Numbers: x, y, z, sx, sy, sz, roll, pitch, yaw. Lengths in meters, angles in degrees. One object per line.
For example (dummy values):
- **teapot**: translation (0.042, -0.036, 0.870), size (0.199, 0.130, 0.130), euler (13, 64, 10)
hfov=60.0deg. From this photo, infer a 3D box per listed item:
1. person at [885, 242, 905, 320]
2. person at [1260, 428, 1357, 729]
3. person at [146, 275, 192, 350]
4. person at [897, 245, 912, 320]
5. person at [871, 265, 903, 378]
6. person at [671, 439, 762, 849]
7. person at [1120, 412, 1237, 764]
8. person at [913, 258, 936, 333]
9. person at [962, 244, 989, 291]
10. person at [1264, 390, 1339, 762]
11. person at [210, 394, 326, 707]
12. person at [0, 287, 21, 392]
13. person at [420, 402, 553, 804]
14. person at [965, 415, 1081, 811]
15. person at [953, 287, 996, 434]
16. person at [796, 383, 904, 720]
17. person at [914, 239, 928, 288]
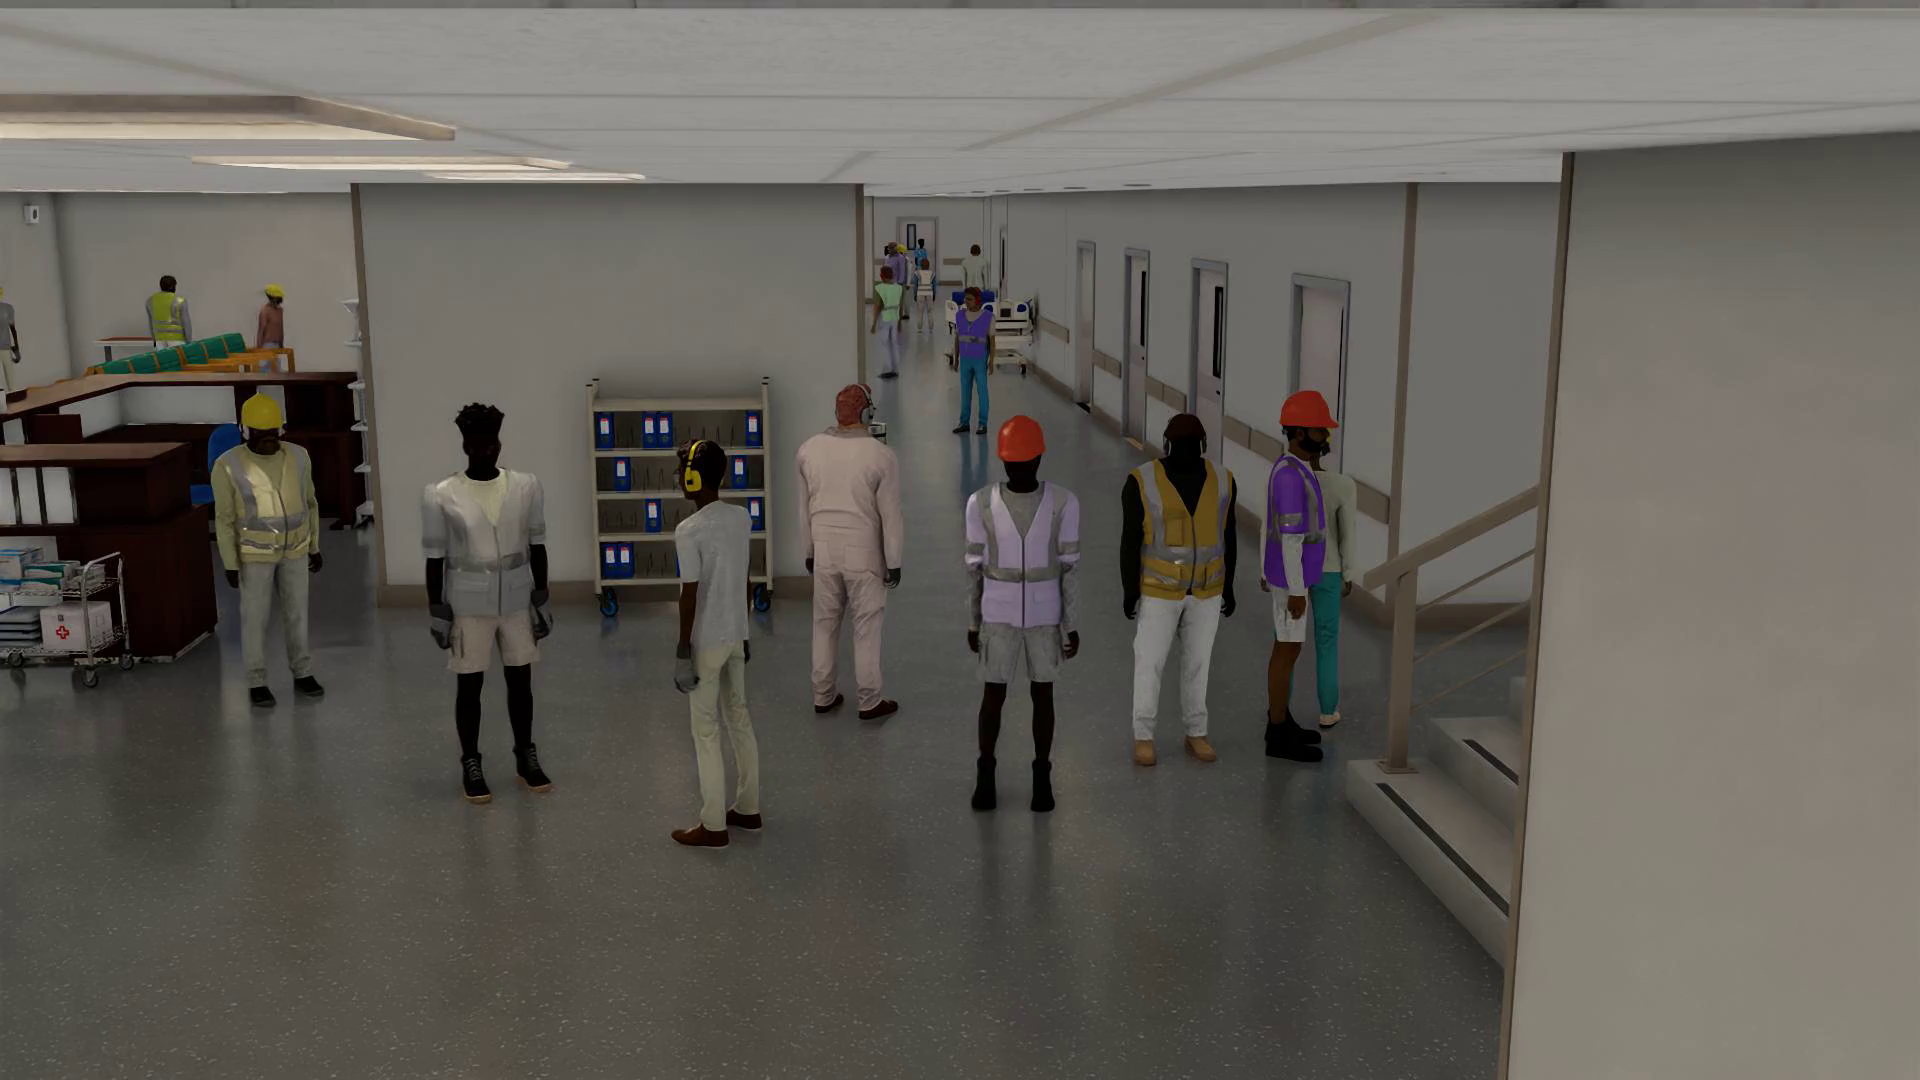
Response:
- **person**: translation (-1.638, -6.305, 40.517), size (0.406, 1.902, 0.636), euler (-11, 16, -43)
- **person**: translation (1.918, 0.171, 9.199), size (0.522, 1.769, 0.312), euler (2, 12, 11)
- **person**: translation (-11.415, -2.907, 24.094), size (0.626, 1.834, 0.432), euler (1, 12, 7)
- **person**: translation (-1.424, -6.309, 40.740), size (0.401, 1.824, 0.598), euler (-9, 14, -36)
- **person**: translation (-1.186, -3.591, 27.427), size (0.571, 1.850, 0.392), euler (-10, 15, -40)
- **person**: translation (-1.117, 0.469, 7.525), size (0.320, 1.861, 0.516), euler (6, 13, 29)
- **person**: translation (1.140, 0.254, 8.616), size (0.634, 1.841, 0.429), euler (-2, 12, -10)
- **person**: translation (-0.771, -5.389, 36.711), size (0.509, 1.629, 0.314), euler (-3, 12, -13)
- **person**: translation (0.349, -5.596, 36.965), size (0.631, 1.939, 0.372), euler (4, 12, 17)
- **person**: translation (1.773, 0.182, 8.723), size (0.354, 1.939, 0.544), euler (2, 12, 12)
- **person**: translation (-3.991, 0.057, 9.641), size (0.408, 1.820, 0.598), euler (11, 16, 42)
- **person**: translation (-12.841, -2.535, 22.210), size (0.504, 1.861, 0.326), euler (-10, 15, -40)
- **person**: translation (-2.288, 0.301, 8.092), size (0.608, 1.962, 0.366), euler (-8, 14, -33)
- **person**: translation (0.298, 0.360, 7.887), size (0.546, 1.926, 0.391), euler (0, 12, 0)
- **person**: translation (0.188, -2.250, 20.854), size (0.563, 1.839, 0.392), euler (6, 13, 28)
- **person**: translation (-0.598, 0.068, 9.387), size (0.649, 1.901, 0.399), euler (5, 13, 23)
- **person**: translation (-1.224, -8.690, 52.666), size (0.531, 1.697, 0.320), euler (-10, 15, -41)
